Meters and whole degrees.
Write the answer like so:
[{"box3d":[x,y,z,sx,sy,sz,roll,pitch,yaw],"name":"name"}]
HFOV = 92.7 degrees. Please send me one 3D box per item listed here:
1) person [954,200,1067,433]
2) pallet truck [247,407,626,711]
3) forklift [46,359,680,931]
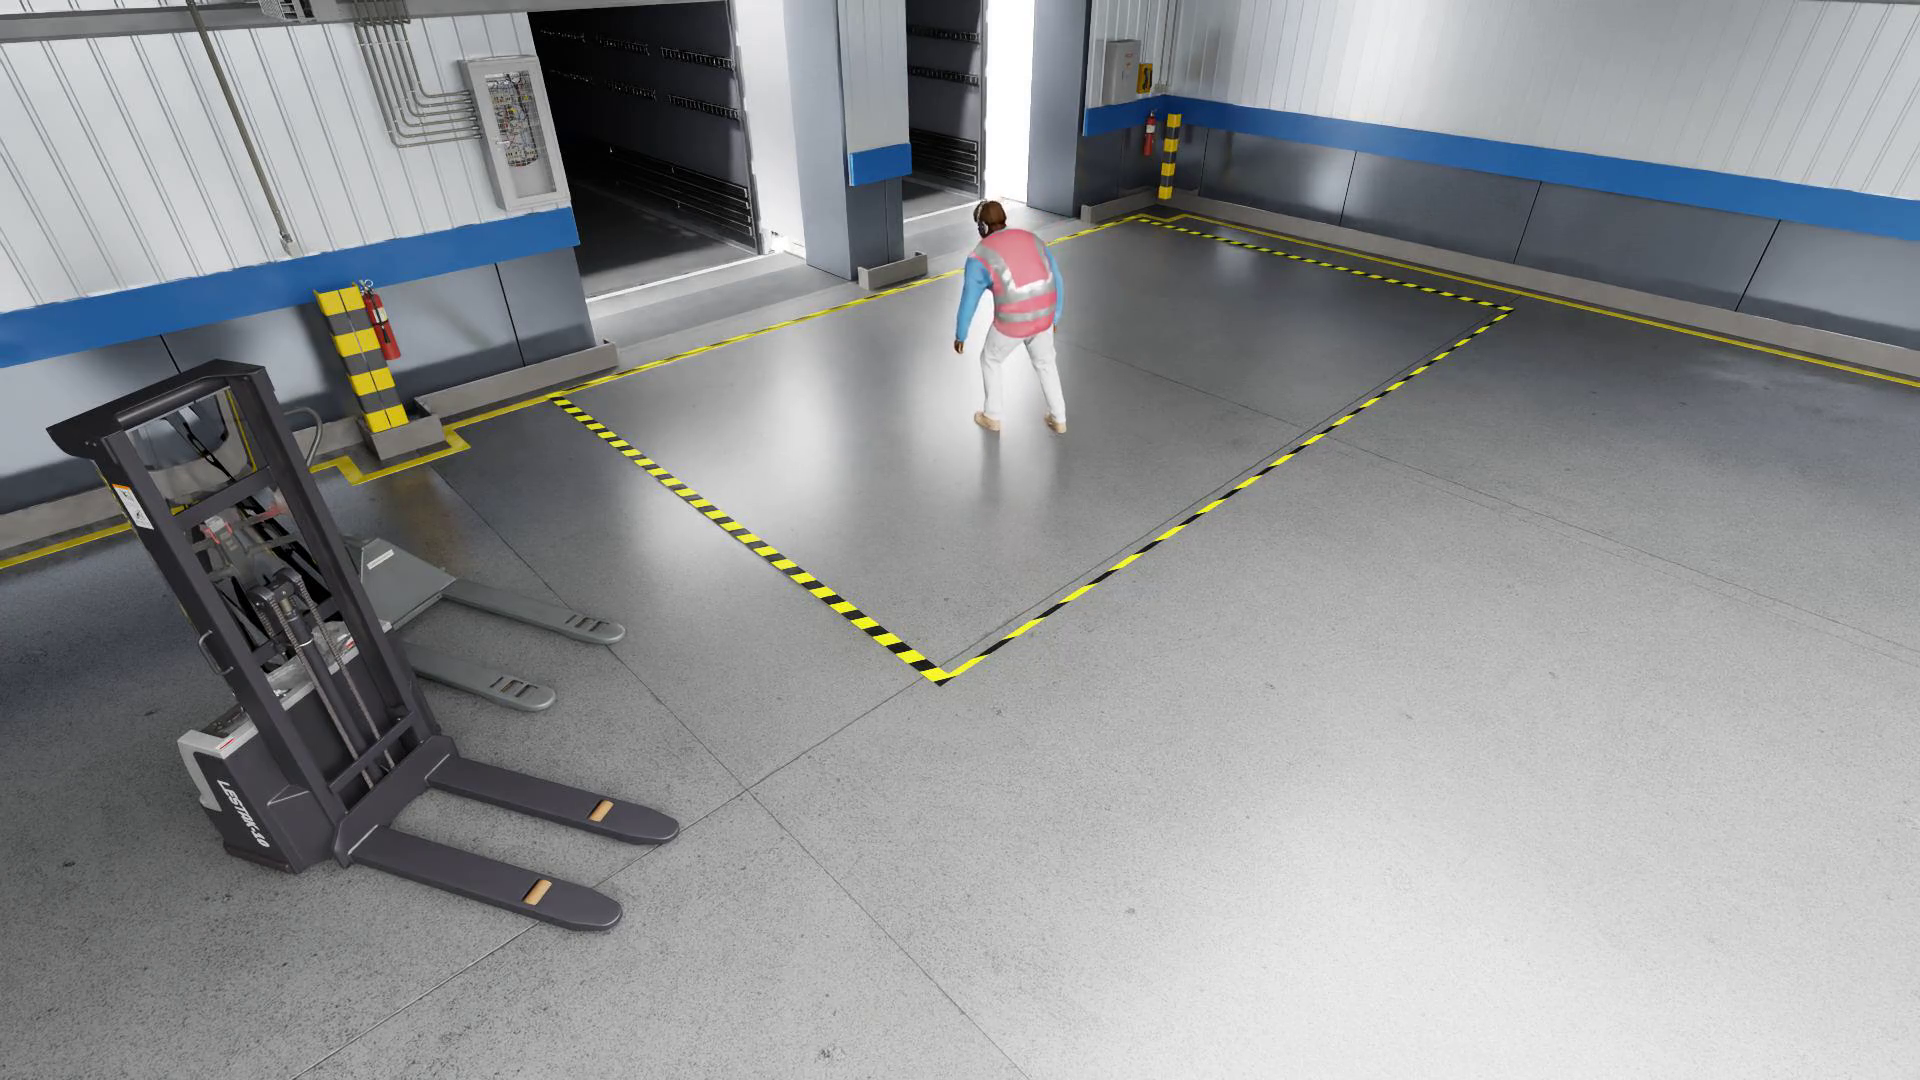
[{"box3d":[0.372,-1.569,6.619,0.812,1.632,0.712,-16,37,-21],"name":"person"},{"box3d":[-2.628,0.038,4.590,1.601,1.201,0.680,12,36,18],"name":"pallet truck"},{"box3d":[-2.135,0.422,3.354,1.885,1.965,0.823,10,35,14],"name":"forklift"}]
